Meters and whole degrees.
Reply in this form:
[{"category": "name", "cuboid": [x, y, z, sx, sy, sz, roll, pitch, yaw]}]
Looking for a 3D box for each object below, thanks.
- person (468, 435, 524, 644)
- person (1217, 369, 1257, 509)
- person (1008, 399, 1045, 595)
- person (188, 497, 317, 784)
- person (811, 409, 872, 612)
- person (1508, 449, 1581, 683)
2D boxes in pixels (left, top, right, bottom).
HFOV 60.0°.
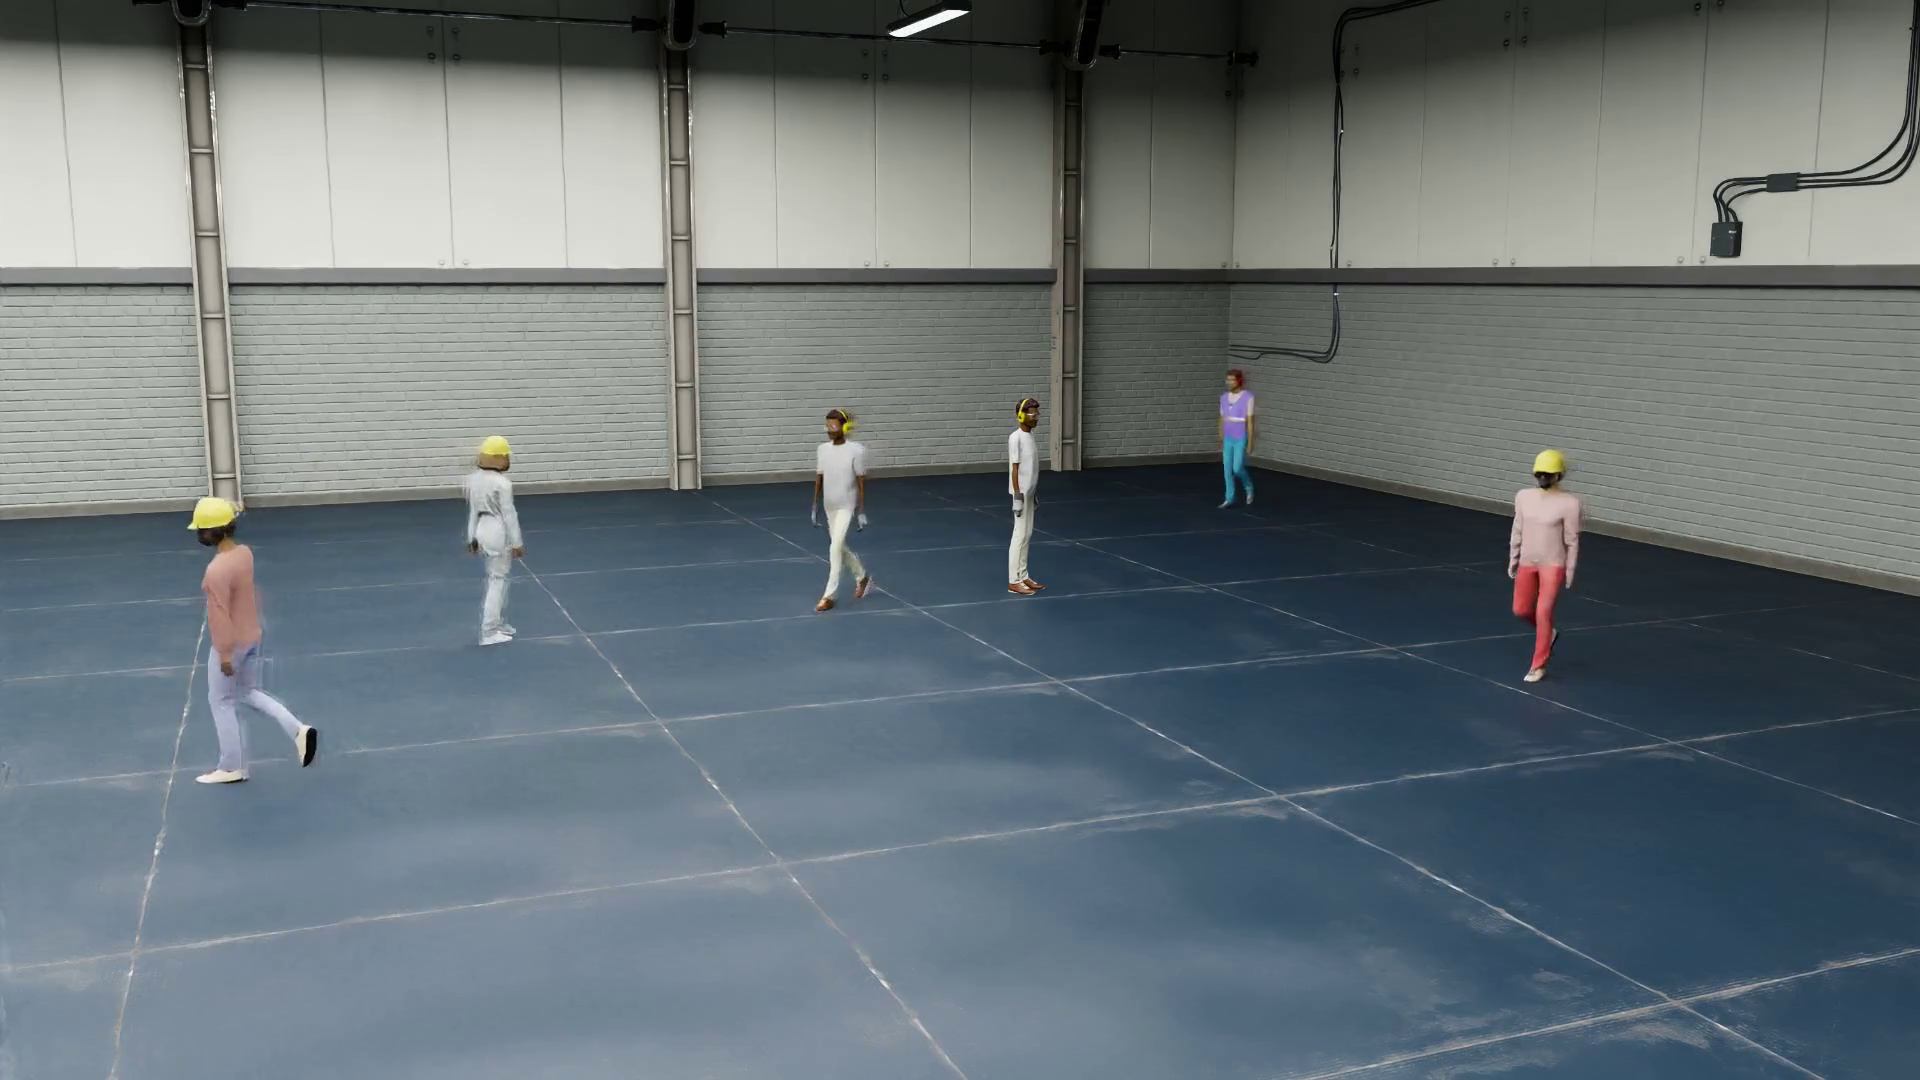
[{"category": "person", "cuboid": [-3.788, -0.008, 13.764, 0.504, 1.720, 0.575, 7, 12, 39]}, {"category": "person", "cuboid": [3.602, -1.305, 21.575, 0.478, 1.827, 0.590, -7, 12, -38]}, {"category": "person", "cuboid": [0.635, -0.421, 15.905, 0.316, 1.867, 0.532, 3, 10, 20]}, {"category": "person", "cuboid": [-4.237, 0.599, 9.851, 0.617, 1.745, 0.533, 0, 9, 2]}, {"category": "person", "cuboid": [-1.089, -0.302, 15.284, 0.525, 1.835, 0.910, 6, 11, 31]}, {"category": "person", "cuboid": [4.416, 0.172, 12.514, 0.570, 1.749, 0.527, -8, 12, -41]}]
